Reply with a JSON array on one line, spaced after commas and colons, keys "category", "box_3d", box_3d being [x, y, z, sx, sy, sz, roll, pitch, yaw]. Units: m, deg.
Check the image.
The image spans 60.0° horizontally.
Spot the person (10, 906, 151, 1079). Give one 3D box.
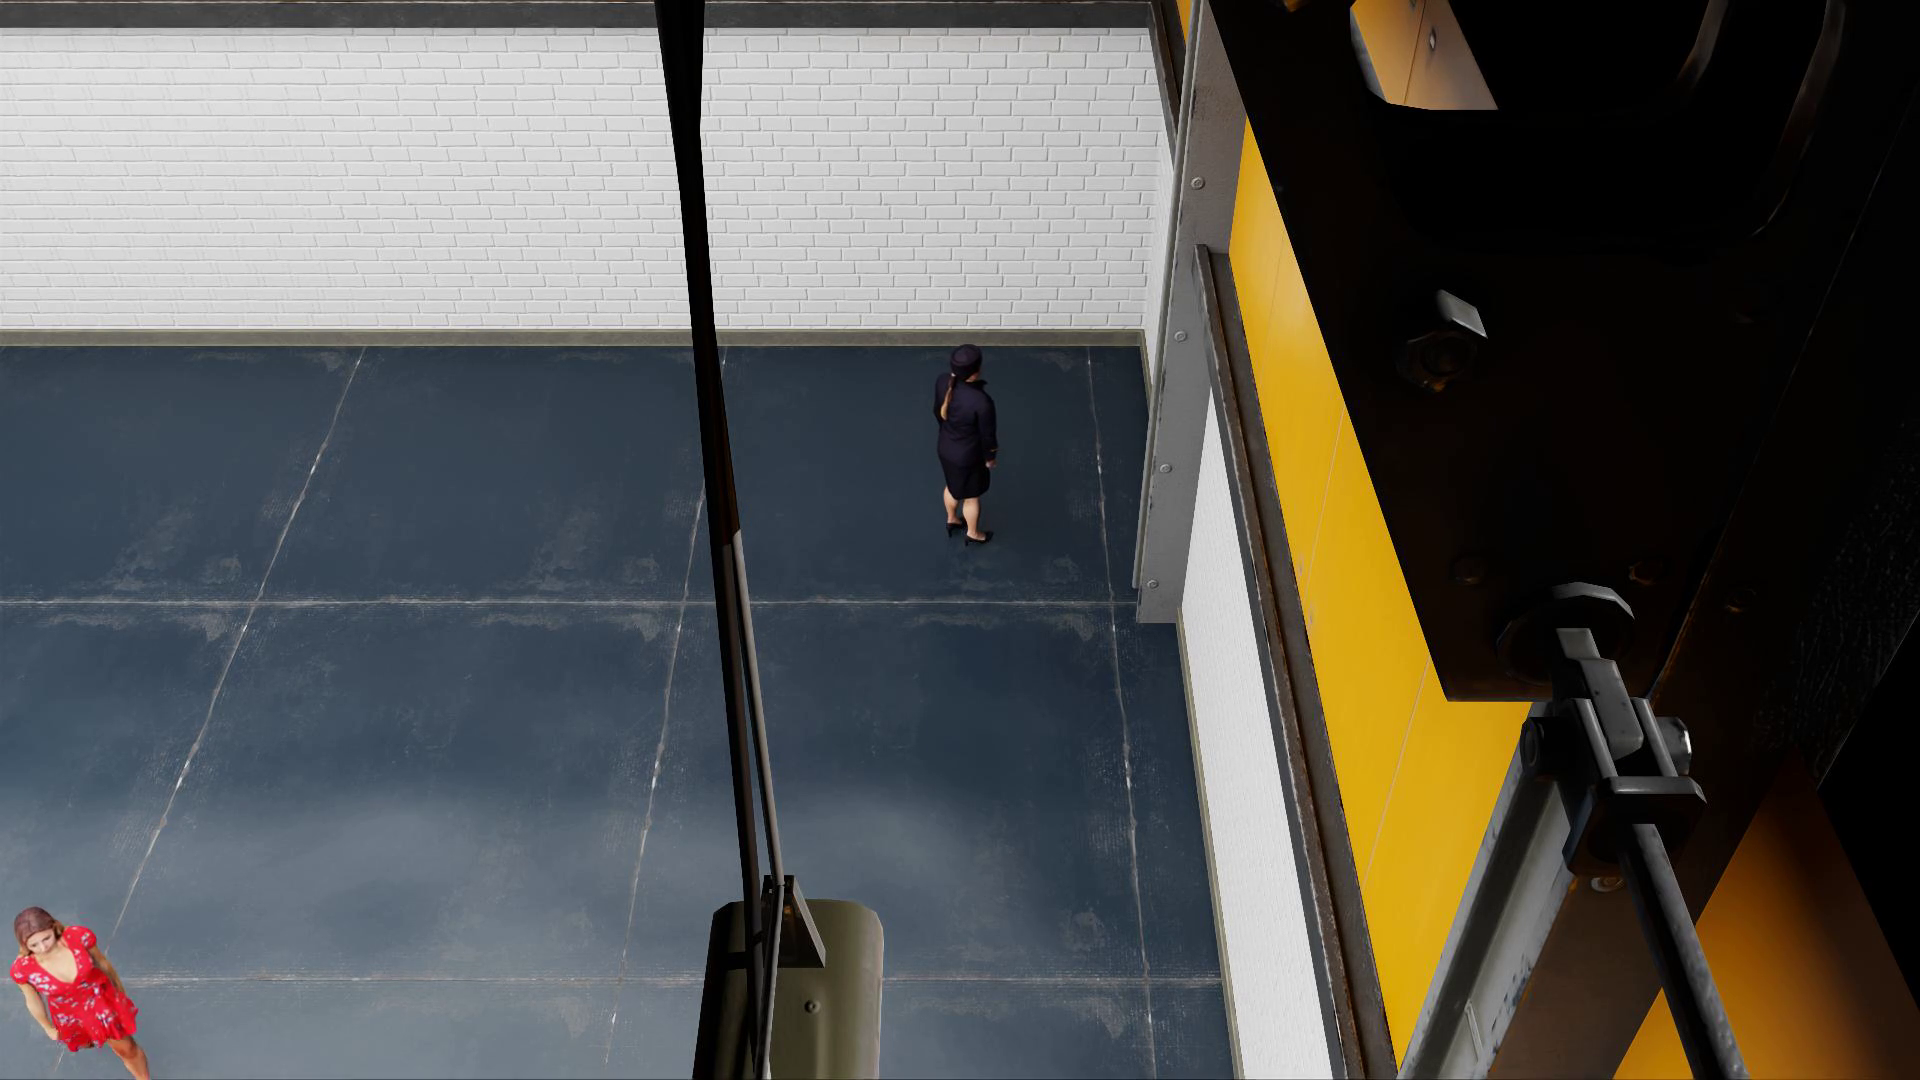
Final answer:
[{"category": "person", "box_3d": [-4.514, 2.329, 8.529, 0.956, 1.572, 1.048, -31, 52, -29]}]

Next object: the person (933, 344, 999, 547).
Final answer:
[{"category": "person", "box_3d": [0.028, -0.640, 11.574, 0.855, 1.671, 0.794, -34, 53, -30]}]
